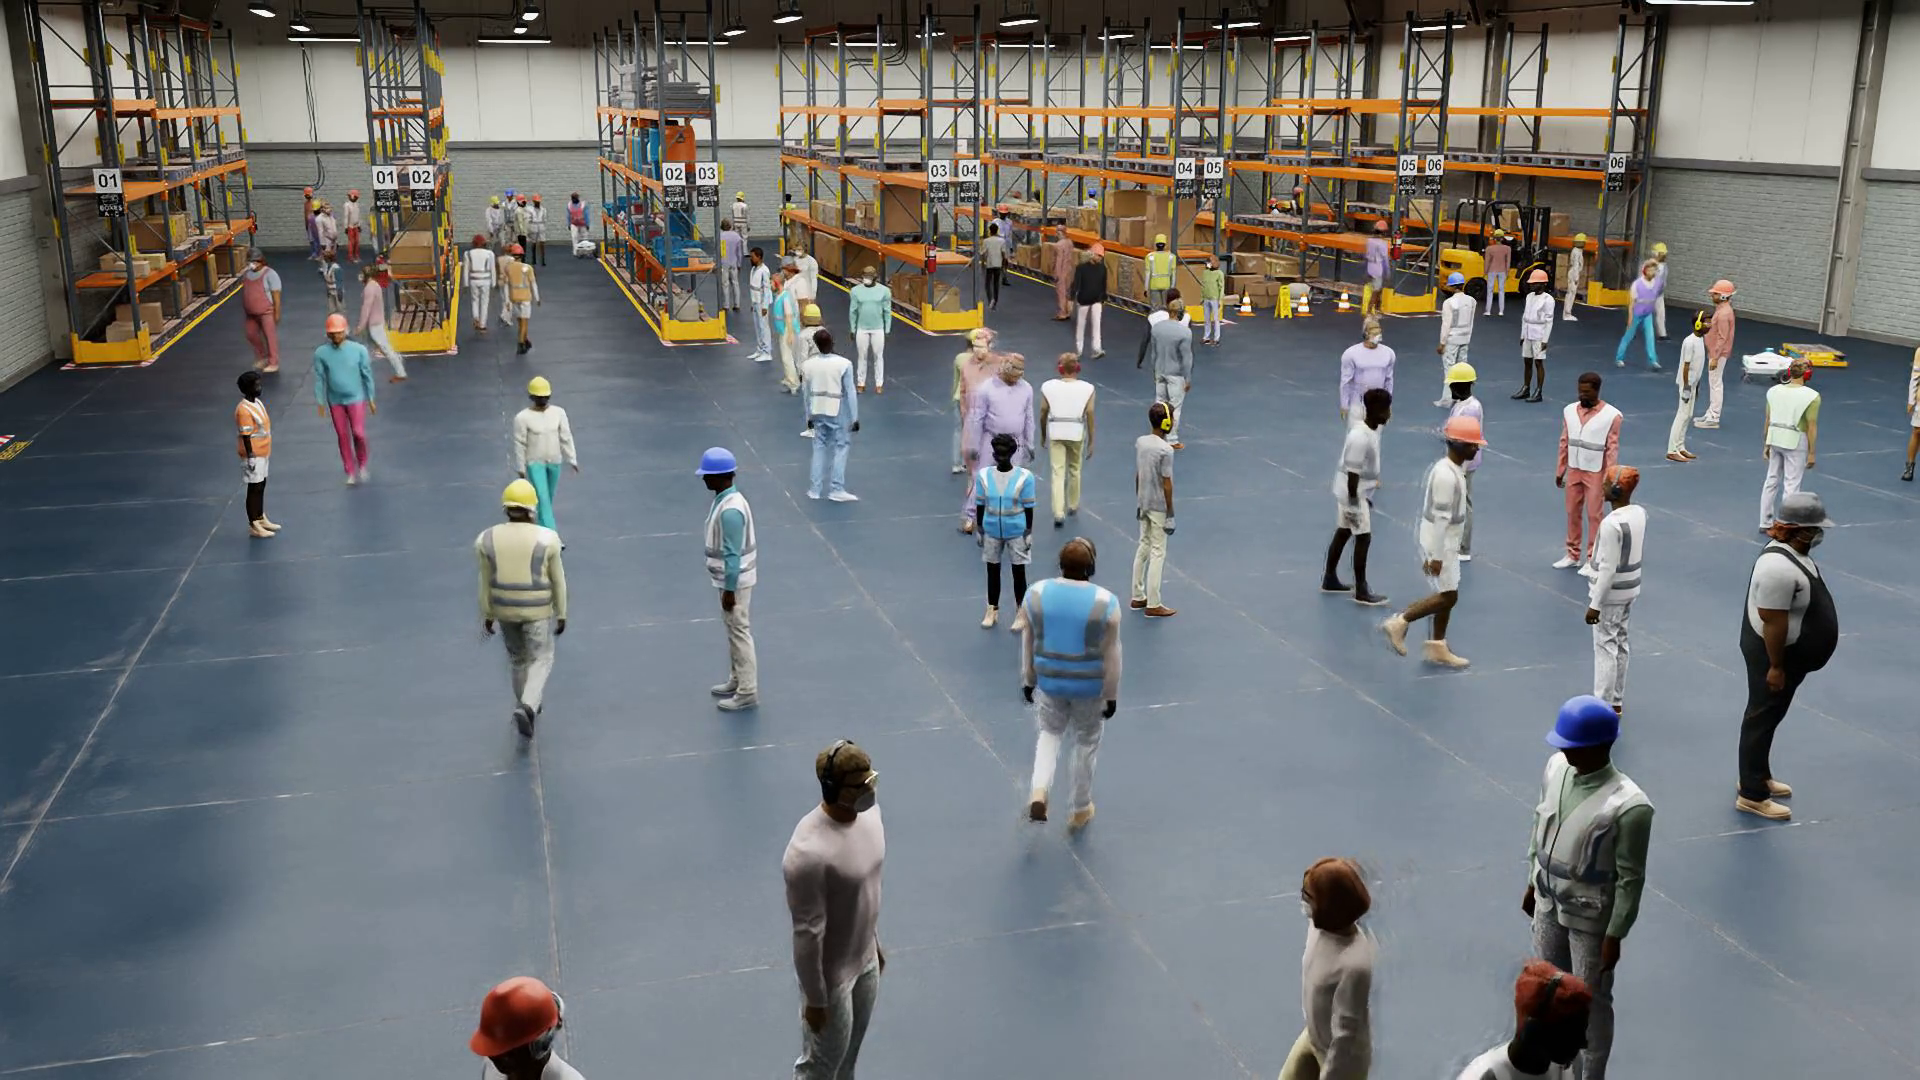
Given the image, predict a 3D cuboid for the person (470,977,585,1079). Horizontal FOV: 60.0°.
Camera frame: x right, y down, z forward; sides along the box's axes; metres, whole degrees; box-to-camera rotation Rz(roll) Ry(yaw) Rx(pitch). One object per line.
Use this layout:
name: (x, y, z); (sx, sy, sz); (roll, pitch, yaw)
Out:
person: (-1.349, 2.178, 5.306); (0.567, 1.744, 0.353); (13, 20, 40)

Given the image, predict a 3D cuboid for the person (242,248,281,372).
person: (-11.374, -3.740, 27.009); (0.701, 2.000, 0.536); (4, 15, 14)

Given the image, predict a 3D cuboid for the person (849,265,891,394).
person: (-1.347, -3.159, 25.024); (0.633, 1.936, 0.353); (1, 15, 3)

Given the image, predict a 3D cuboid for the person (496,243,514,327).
person: (-8.836, -4.968, 32.436); (0.548, 1.642, 0.327); (8, 17, 27)

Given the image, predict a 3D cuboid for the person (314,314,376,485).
person: (-7.063, -1.601, 19.073); (0.657, 1.977, 0.453); (-2, 15, -8)

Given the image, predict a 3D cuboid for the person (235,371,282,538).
person: (-7.141, -0.873, 16.879); (0.316, 1.695, 0.542); (-2, 15, -7)

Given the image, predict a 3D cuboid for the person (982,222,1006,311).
person: (0.716, -5.706, 34.765); (0.518, 1.856, 0.461); (-2, 15, -8)

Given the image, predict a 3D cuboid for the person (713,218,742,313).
person: (-4.833, -5.711, 34.629); (0.635, 1.934, 0.352); (-11, 18, -35)

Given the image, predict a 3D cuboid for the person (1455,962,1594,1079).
person: (1.677, 2.156, 5.148); (0.625, 1.873, 0.433); (-8, 17, -29)

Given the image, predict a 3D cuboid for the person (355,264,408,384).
person: (-9.140, -3.332, 25.790); (1.059, 1.883, 0.636); (-4, 15, -15)

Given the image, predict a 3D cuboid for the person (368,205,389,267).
person: (-15.349, -8.012, 43.880); (0.537, 1.621, 0.360); (3, 15, 10)

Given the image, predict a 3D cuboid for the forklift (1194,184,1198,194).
forklift: (7.392, -11.333, 53.972); (1.873, 2.768, 1.129); (-4, 15, -15)

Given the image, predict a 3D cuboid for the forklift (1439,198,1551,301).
forklift: (11.913, -6.508, 37.130); (2.313, 2.155, 1.214); (-4, 15, -15)

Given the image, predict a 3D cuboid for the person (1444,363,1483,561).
person: (4.797, -0.748, 15.993); (0.391, 1.918, 0.580); (2, 15, 8)

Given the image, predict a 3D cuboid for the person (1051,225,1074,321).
person: (2.027, -5.362, 33.377); (0.402, 1.904, 0.652); (7, 16, 25)

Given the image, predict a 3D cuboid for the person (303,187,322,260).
person: (-17.799, -8.695, 45.747); (0.616, 1.990, 0.393); (9, 17, 31)

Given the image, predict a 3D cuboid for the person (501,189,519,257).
person: (-12.407, -8.747, 46.047); (0.605, 1.939, 0.410); (3, 15, 10)

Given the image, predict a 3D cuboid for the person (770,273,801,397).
person: (-2.599, -3.072, 24.921); (0.424, 1.824, 0.641); (-4, 15, -16)

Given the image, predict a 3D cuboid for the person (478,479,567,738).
person: (-3.044, 0.492, 11.538); (0.605, 1.812, 0.700); (1, 15, 4)

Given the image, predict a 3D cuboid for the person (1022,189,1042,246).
person: (2.174, -9.232, 48.097); (0.752, 1.824, 0.635); (14, 20, 42)

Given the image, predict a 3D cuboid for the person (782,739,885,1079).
person: (-0.475, 1.712, 6.688); (0.379, 1.940, 0.629); (6, 16, 23)

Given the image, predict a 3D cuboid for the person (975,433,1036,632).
person: (0.372, -0.067, 13.865); (0.531, 1.689, 0.321); (5, 16, 17)

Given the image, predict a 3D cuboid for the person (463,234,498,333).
person: (-9.115, -4.884, 31.650); (0.579, 1.867, 0.437); (-1, 15, -5)

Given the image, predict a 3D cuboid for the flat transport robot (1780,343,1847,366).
flat transport robot: (14.455, -3.150, 28.183); (0.652, 0.197, 1.431); (3, 15, 10)

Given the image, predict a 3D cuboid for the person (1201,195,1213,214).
person: (7.216, -9.470, 48.795); (0.586, 1.925, 0.369); (-11, 19, -36)

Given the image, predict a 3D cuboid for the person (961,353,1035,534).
person: (0.407, -0.981, 16.969); (0.778, 1.866, 0.409); (-7, 16, -24)

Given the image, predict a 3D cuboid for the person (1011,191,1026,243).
person: (1.784, -9.940, 51.197); (0.520, 1.588, 0.840); (13, 20, 41)

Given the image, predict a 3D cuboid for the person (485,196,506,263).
person: (-12.496, -8.371, 44.928); (0.855, 1.785, 0.605); (9, 18, 31)

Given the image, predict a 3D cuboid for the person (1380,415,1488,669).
person: (3.712, 0.017, 12.908); (0.606, 2.016, 0.630); (7, 16, 23)

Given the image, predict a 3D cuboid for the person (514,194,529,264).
person: (-11.116, -7.768, 42.252); (0.374, 1.997, 0.609); (-5, 16, -17)

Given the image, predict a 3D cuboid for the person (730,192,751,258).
person: (-6.102, -8.790, 46.411); (0.588, 1.834, 0.403); (7, 16, 24)

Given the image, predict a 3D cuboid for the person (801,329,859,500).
person: (-1.456, -1.361, 18.356); (0.678, 1.894, 0.359); (6, 16, 23)

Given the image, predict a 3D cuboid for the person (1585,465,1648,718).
person: (4.602, 0.393, 11.762); (0.355, 1.883, 0.575); (12, 19, 39)

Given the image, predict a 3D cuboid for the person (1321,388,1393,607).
person: (3.531, -0.395, 14.679); (0.659, 1.924, 0.611); (5, 16, 19)

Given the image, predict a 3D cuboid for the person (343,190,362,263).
person: (-16.465, -8.485, 45.024); (0.455, 1.966, 0.653); (1, 15, 3)

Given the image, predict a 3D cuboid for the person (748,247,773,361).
person: (-3.393, -4.013, 28.271); (0.381, 1.918, 0.596); (-8, 17, -27)

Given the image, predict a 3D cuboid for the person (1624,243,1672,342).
person: (12.717, -4.565, 30.599); (0.581, 1.799, 0.923); (-7, 16, -24)

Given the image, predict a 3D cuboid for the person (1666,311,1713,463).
person: (8.962, -1.885, 20.391); (0.328, 1.861, 0.507); (11, 18, 35)

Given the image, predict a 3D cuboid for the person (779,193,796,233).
person: (-4.952, -9.126, 47.936); (0.537, 1.695, 0.321); (2, 15, 8)

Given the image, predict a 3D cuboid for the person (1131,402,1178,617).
person: (1.684, -0.261, 14.273); (0.317, 1.860, 0.513); (-8, 17, -27)
